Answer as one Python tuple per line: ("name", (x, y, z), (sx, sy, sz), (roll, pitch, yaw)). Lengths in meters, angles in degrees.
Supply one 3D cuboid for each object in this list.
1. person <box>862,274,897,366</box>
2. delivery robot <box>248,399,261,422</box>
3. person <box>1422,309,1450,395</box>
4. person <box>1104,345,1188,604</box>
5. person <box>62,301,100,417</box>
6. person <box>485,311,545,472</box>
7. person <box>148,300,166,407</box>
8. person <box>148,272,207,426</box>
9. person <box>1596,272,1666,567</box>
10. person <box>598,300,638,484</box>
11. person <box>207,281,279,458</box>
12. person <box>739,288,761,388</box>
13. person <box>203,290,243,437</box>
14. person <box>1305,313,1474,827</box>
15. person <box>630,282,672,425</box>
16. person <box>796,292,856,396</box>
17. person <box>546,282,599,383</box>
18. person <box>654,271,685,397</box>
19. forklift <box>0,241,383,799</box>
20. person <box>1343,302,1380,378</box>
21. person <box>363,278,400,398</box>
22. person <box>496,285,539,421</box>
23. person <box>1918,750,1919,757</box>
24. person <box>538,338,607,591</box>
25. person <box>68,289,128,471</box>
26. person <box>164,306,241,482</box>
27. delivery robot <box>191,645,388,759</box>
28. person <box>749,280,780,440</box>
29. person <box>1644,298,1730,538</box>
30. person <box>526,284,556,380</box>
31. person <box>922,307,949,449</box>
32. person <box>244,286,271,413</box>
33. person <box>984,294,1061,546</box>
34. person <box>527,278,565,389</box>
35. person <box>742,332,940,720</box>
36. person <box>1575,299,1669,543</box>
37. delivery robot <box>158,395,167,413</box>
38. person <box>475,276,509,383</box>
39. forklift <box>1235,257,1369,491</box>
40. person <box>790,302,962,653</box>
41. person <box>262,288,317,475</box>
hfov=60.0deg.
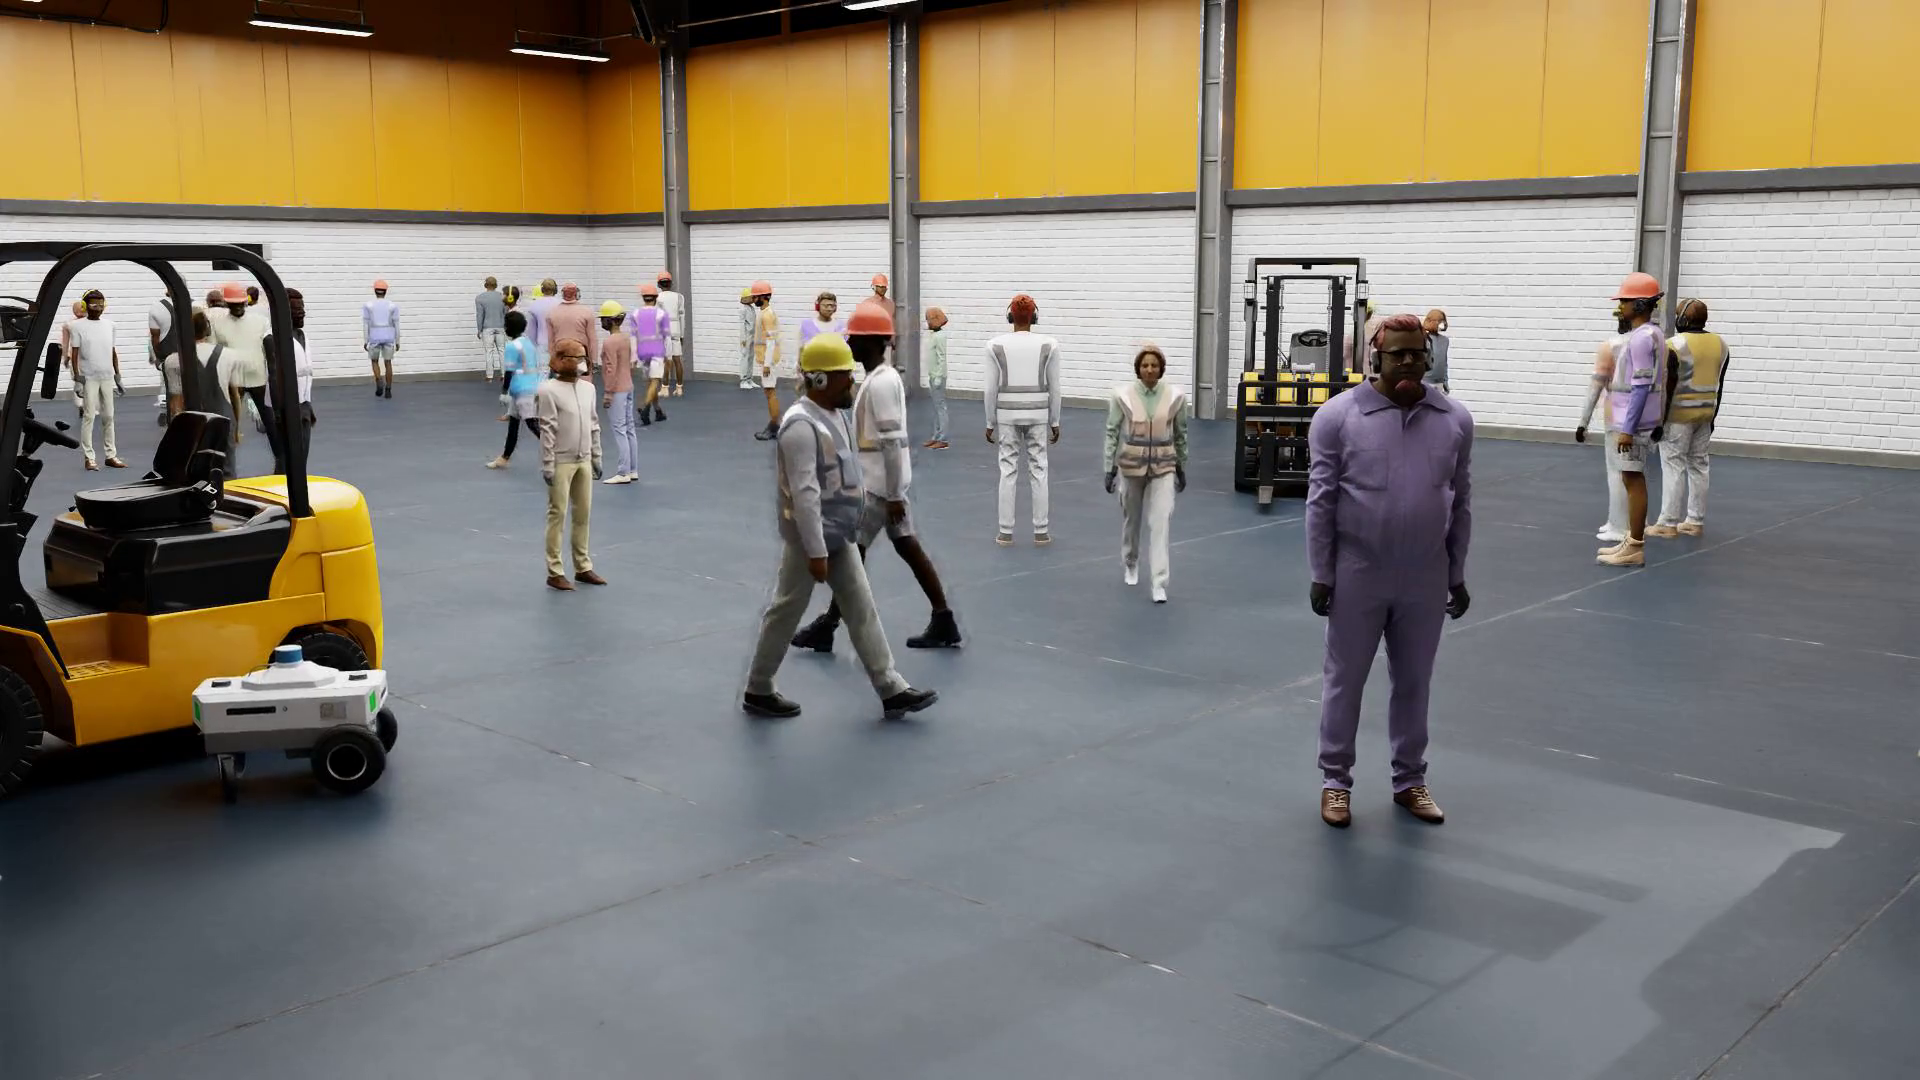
("person", (-1.205, -3.000, 25.046), (0.622, 1.993, 0.382), (-8, 12, -42))
("delivery robot", (-8.667, -1.692, 21.143), (0.707, 0.478, 0.477), (-4, 10, -23))
("person", (5.153, -1.699, 18.164), (0.497, 1.636, 0.286), (-6, 11, -34))
("person", (1.183, -0.450, 10.621), (0.536, 1.597, 0.860), (0, 9, 2))
("person", (-12.249, -2.523, 23.264), (0.526, 1.624, 0.635), (-4, 10, -23))
("person", (-4.455, -1.514, 16.998), (0.887, 1.653, 0.541), (1, 9, 5))
("person", (-11.799, -2.764, 24.764), (0.775, 1.609, 0.521), (4, 10, 22))
("person", (-9.660, -2.309, 20.670), (0.687, 2.000, 0.538), (-3, 10, -20))
("person", (4.679, -0.829, 11.587), (0.370, 2.044, 0.608), (4, 10, 24))
("person", (-3.327, -1.422, 16.071), (0.330, 1.767, 0.528), (2, 9, 10))
("person", (-7.060, -1.570, 16.418), (0.704, 1.969, 0.493), (-5, 11, -28))
("person", (-3.664, -3.508, 28.921), (0.286, 1.745, 0.493), (3, 10, 18))
("person", (-9.006, -2.162, 20.496), (0.736, 1.803, 0.722), (1, 9, 7))
("person", (1.610, 0.117, 6.209), (0.640, 1.909, 0.409), (-1, 9, -6))
("person", (-4.159, -2.500, 22.302), (0.554, 1.901, 0.934), (2, 9, 10))
("person", (-1.392, -1.673, 17.389), (0.606, 1.829, 0.581), (-3, 10, -17))
("person", (-4.791, -2.247, 20.686), (0.641, 1.913, 0.408), (1, 9, 8))
("person", (-4.743, -3.325, 26.916), (0.605, 2.037, 0.394), (-7, 11, -35))
("forklift", (-3.706, -0.171, 7.093), (1.214, 2.155, 2.313), (9, 13, 43))
("person", (4.300, -1.707, 17.867), (0.518, 1.743, 0.412), (-4, 10, -24))
("person", (-9.278, -3.234, 26.707), (0.565, 1.917, 0.437), (-4, 10, -22))
("person", (-6.011, -2.538, 22.636), (0.611, 1.858, 0.530), (0, 9, -3))
("person", (4.292, -0.001, 6.750), (0.367, 1.965, 0.604), (-3, 10, -20))
("person", (-2.510, -0.491, 10.778), (0.292, 1.631, 0.508), (6, 11, 31))
("person", (-8.898, -1.649, 17.181), (0.329, 1.861, 0.512), (6, 11, 33))
("person", (-5.401, -0.771, 11.938), (0.520, 1.817, 0.823), (-7, 12, -36))
("delivery robot", (-2.687, 0.666, 6.686), (0.707, 0.478, 0.477), (-2, 9, -12))
("person", (-2.367, -2.177, 20.181), (0.373, 1.933, 0.549), (-1, 9, -7))
("person", (5.581, -0.932, 12.829), (0.625, 1.846, 0.429), (-4, 10, -22))
("person", (-6.011, -2.823, 24.422), (0.628, 1.862, 0.892), (7, 11, 35))
("person", (-0.276, -1.861, 19.171), (0.285, 1.633, 0.498), (-2, 9, -11))
("person", (-9.925, -2.689, 23.617), (0.662, 1.840, 0.539), (5, 10, 26))
("person", (0.468, -0.888, 12.441), (0.575, 1.883, 0.355), (0, 9, -1))
("person", (-5.837, -2.765, 23.776), (0.632, 1.940, 0.372), (0, 9, 0))
("person", (-0.590, -0.043, 7.557), (0.948, 1.781, 0.613), (3, 10, 16))
("person", (5.000, -0.936, 12.669), (0.627, 1.899, 0.589), (-3, 10, -18))
("delivery robot", (-10.317, -1.842, 22.064), (0.477, 0.478, 0.707), (0, 9, 3))
("person", (-8.522, -3.838, 30.360), (0.631, 1.940, 0.372), (-6, 11, -33))
("forklift", (3.309, -1.629, 16.029), (1.214, 2.155, 2.313), (2, 9, 11))
("person", (-0.449, -0.323, 8.964), (1.003, 1.891, 0.561), (0, 9, 0))
("person", (-5.403, -1.069, 13.441), (0.376, 1.917, 0.600), (0, 9, 2))
